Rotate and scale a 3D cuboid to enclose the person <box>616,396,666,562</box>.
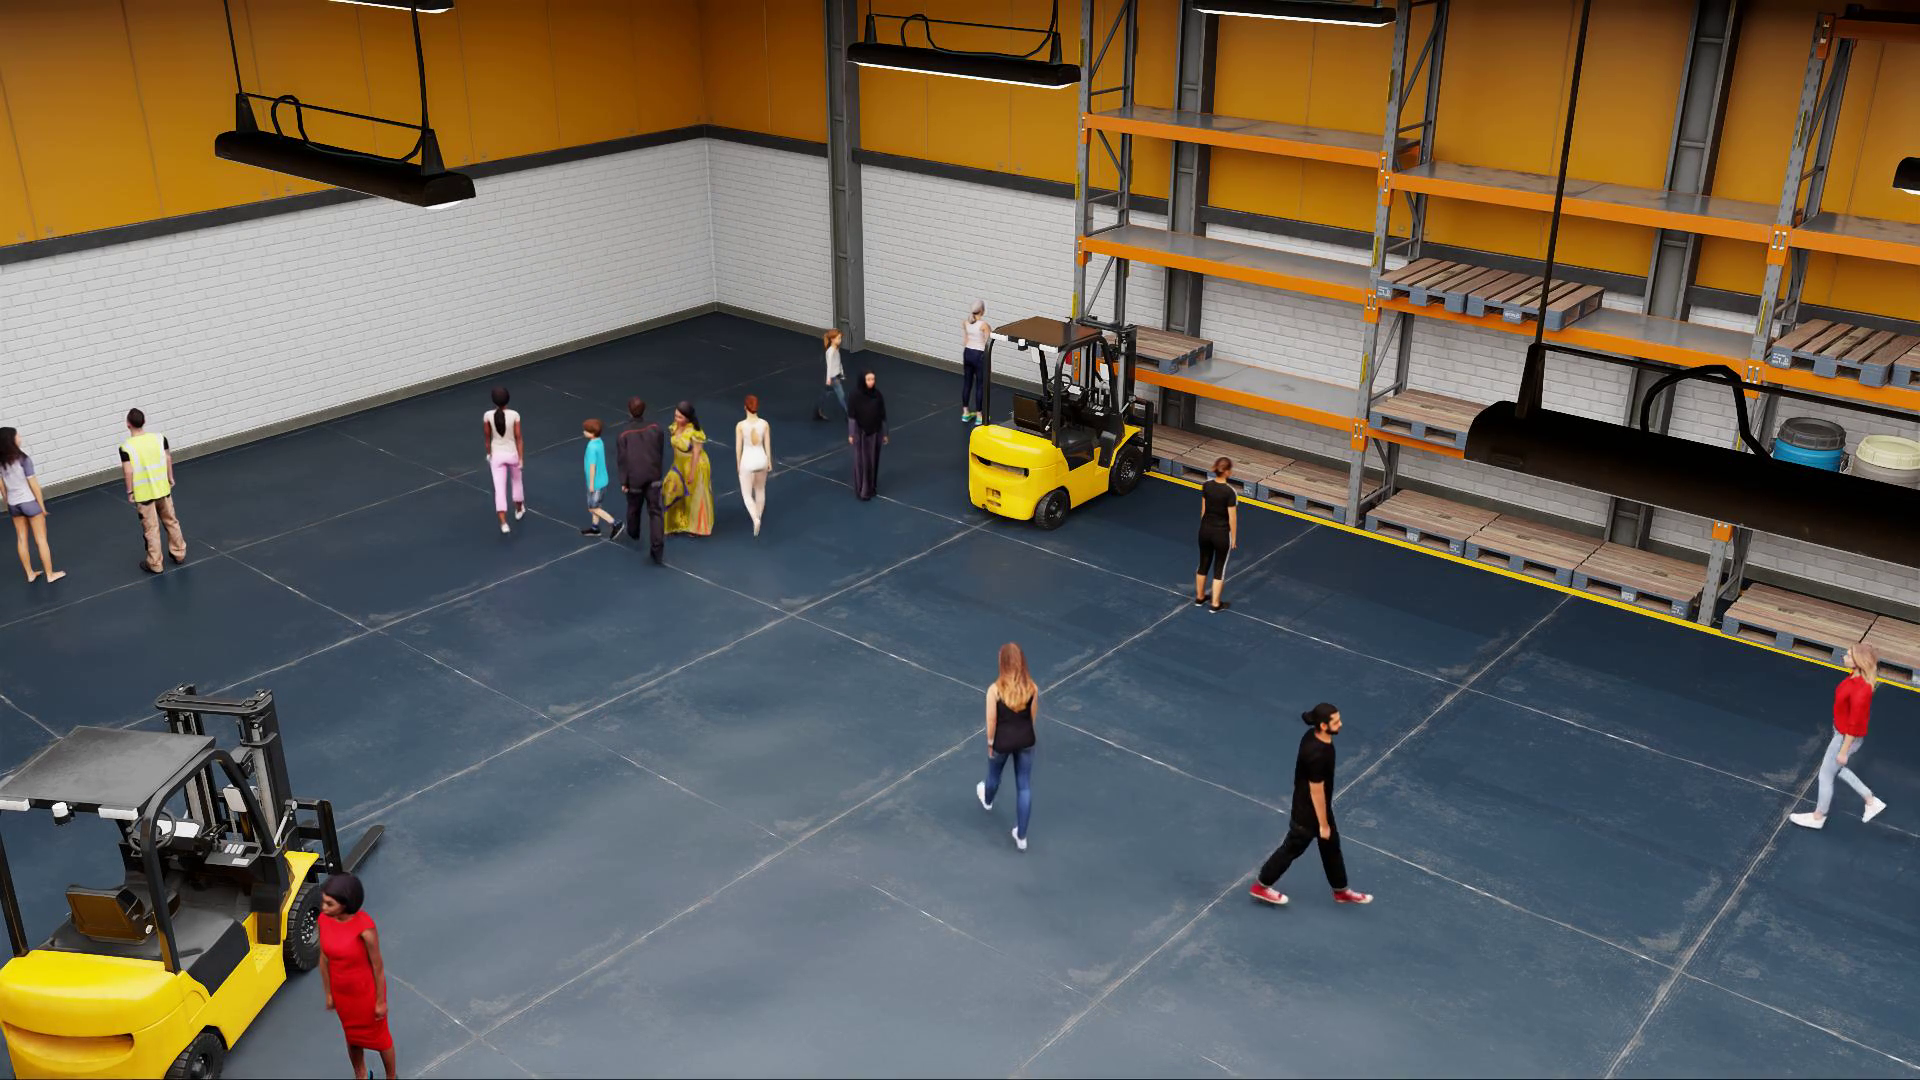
[{"bbox_3d":[-3.428,-0.622,18.185,1.098,1.782,1.300,-9,25,-20],"label":"person"}]

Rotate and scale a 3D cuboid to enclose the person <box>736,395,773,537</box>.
[{"bbox_3d":[-2.319,-0.827,18.852,0.827,1.624,1.002,-8,25,-19],"label":"person"}]

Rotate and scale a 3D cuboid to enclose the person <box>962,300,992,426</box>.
[{"bbox_3d":[0.199,-2.405,22.363,0.486,1.703,0.664,16,28,32],"label":"person"}]

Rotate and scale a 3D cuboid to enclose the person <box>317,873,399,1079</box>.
[{"bbox_3d":[-3.746,2.813,10.376,0.571,1.743,0.694,6,24,14],"label":"person"}]

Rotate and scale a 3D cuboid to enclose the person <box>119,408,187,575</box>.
[{"bbox_3d":[-8.735,-0.550,17.939,0.728,1.847,0.709,16,28,32],"label":"person"}]

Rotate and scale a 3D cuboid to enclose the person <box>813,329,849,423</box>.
[{"bbox_3d":[-1.772,-2.193,22.406,0.966,1.279,0.777,4,24,9],"label":"person"}]

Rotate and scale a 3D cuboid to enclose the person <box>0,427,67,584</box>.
[{"bbox_3d":[-9.945,-0.377,17.689,0.611,1.731,0.719,3,24,7],"label":"person"}]

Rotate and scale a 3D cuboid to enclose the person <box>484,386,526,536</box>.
[{"bbox_3d":[-5.175,-0.876,18.865,1.077,1.704,1.188,-4,24,-8],"label":"person"}]

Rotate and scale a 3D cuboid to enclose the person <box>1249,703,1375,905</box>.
[{"bbox_3d":[2.510,1.989,12.299,1.235,1.713,0.952,7,25,15],"label":"person"}]

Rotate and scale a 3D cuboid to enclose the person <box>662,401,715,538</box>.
[{"bbox_3d":[-2.990,-0.821,18.813,0.828,1.644,0.844,16,28,32],"label":"person"}]

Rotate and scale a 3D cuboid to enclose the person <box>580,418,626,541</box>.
[{"bbox_3d":[-4.052,-0.682,18.753,0.882,1.438,0.786,1,24,3],"label":"person"}]

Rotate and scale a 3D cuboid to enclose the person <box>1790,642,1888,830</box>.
[{"bbox_3d":[7.122,1.594,13.226,0.944,1.695,0.744,11,26,24],"label":"person"}]

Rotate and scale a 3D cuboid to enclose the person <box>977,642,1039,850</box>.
[{"bbox_3d":[0.435,1.656,13.100,0.973,1.683,1.086,-5,24,-11],"label":"person"}]

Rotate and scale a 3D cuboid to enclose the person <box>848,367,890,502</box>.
[{"bbox_3d":[-1.137,-1.315,19.989,0.833,1.607,0.927,-8,25,-18],"label":"person"}]

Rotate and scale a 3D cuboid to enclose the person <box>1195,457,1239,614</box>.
[{"bbox_3d":[2.621,-0.067,17.057,0.655,1.668,0.472,-22,32,-40],"label":"person"}]
